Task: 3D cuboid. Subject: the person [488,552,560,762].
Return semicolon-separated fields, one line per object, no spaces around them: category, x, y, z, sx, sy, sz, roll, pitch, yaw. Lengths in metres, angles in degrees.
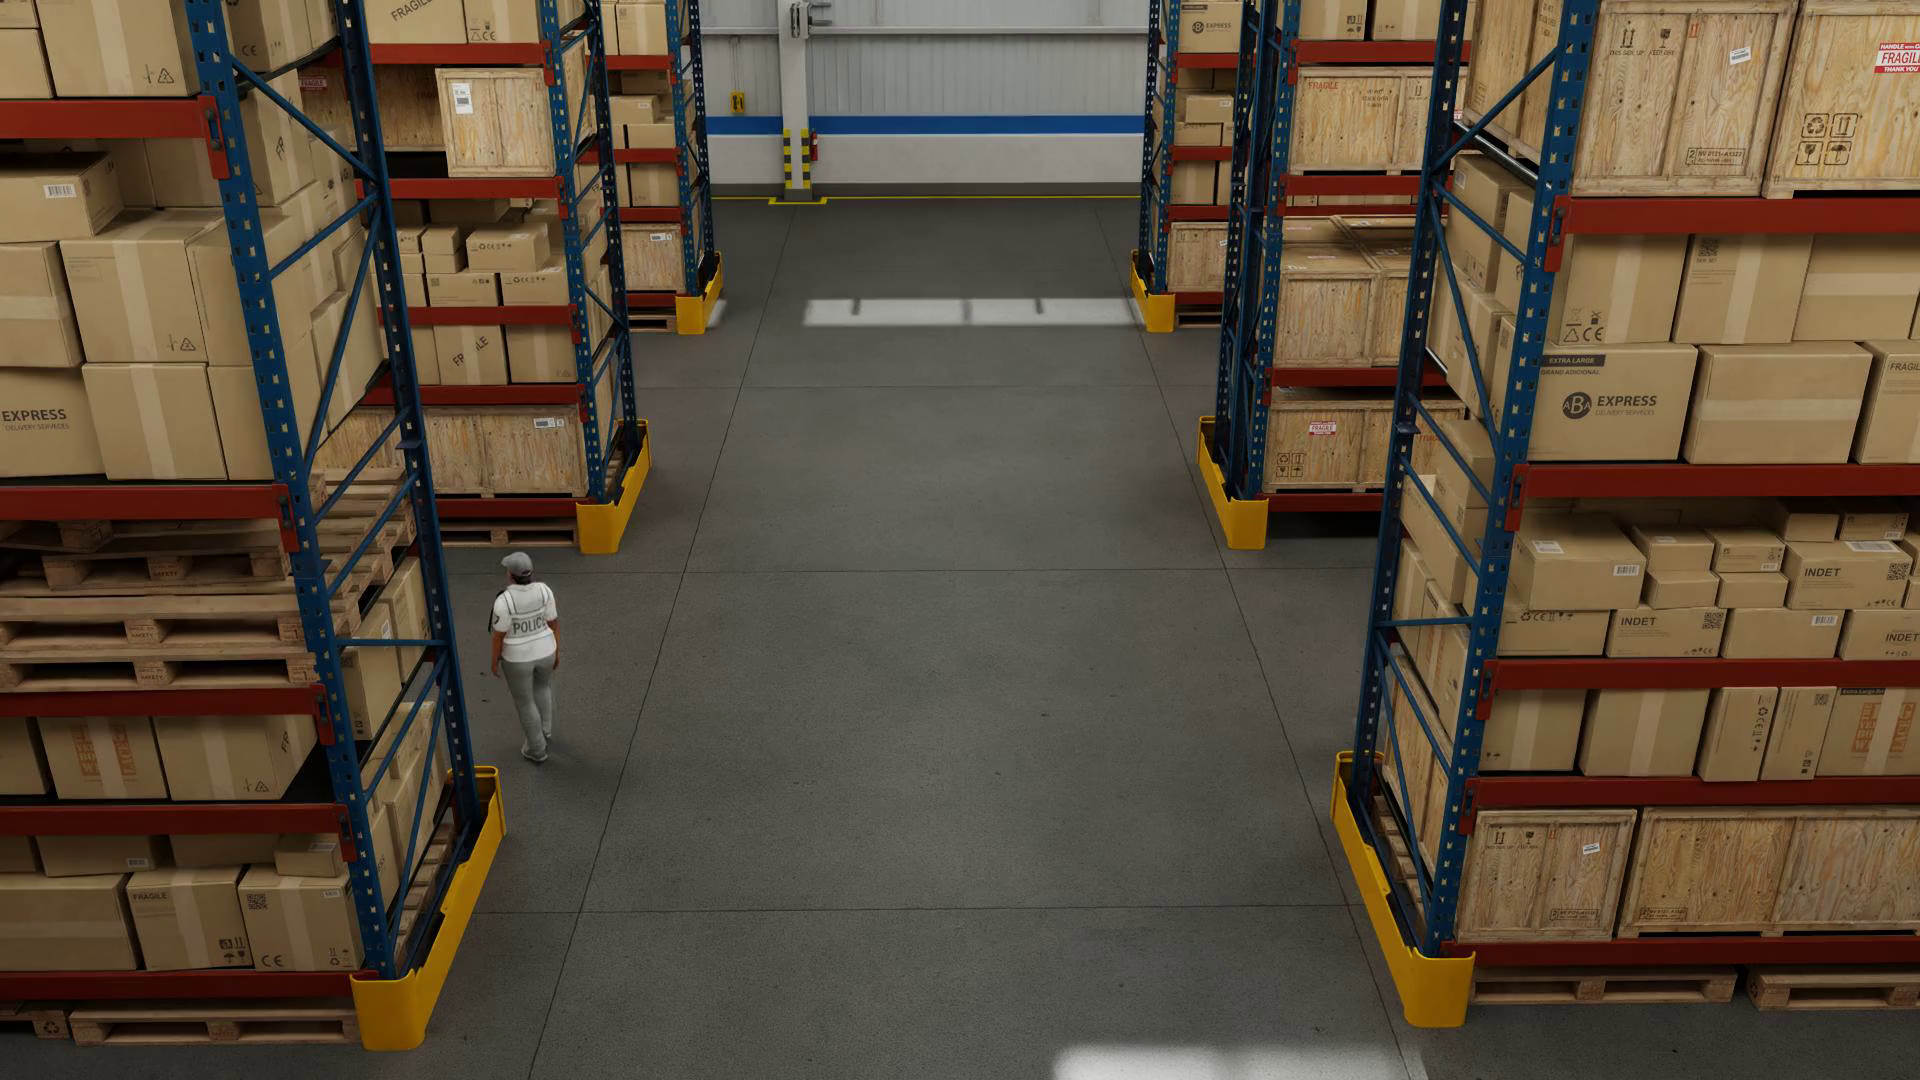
person;-3.244;0.819;12.224;0.487;1.667;0.592;-22;33;-39
